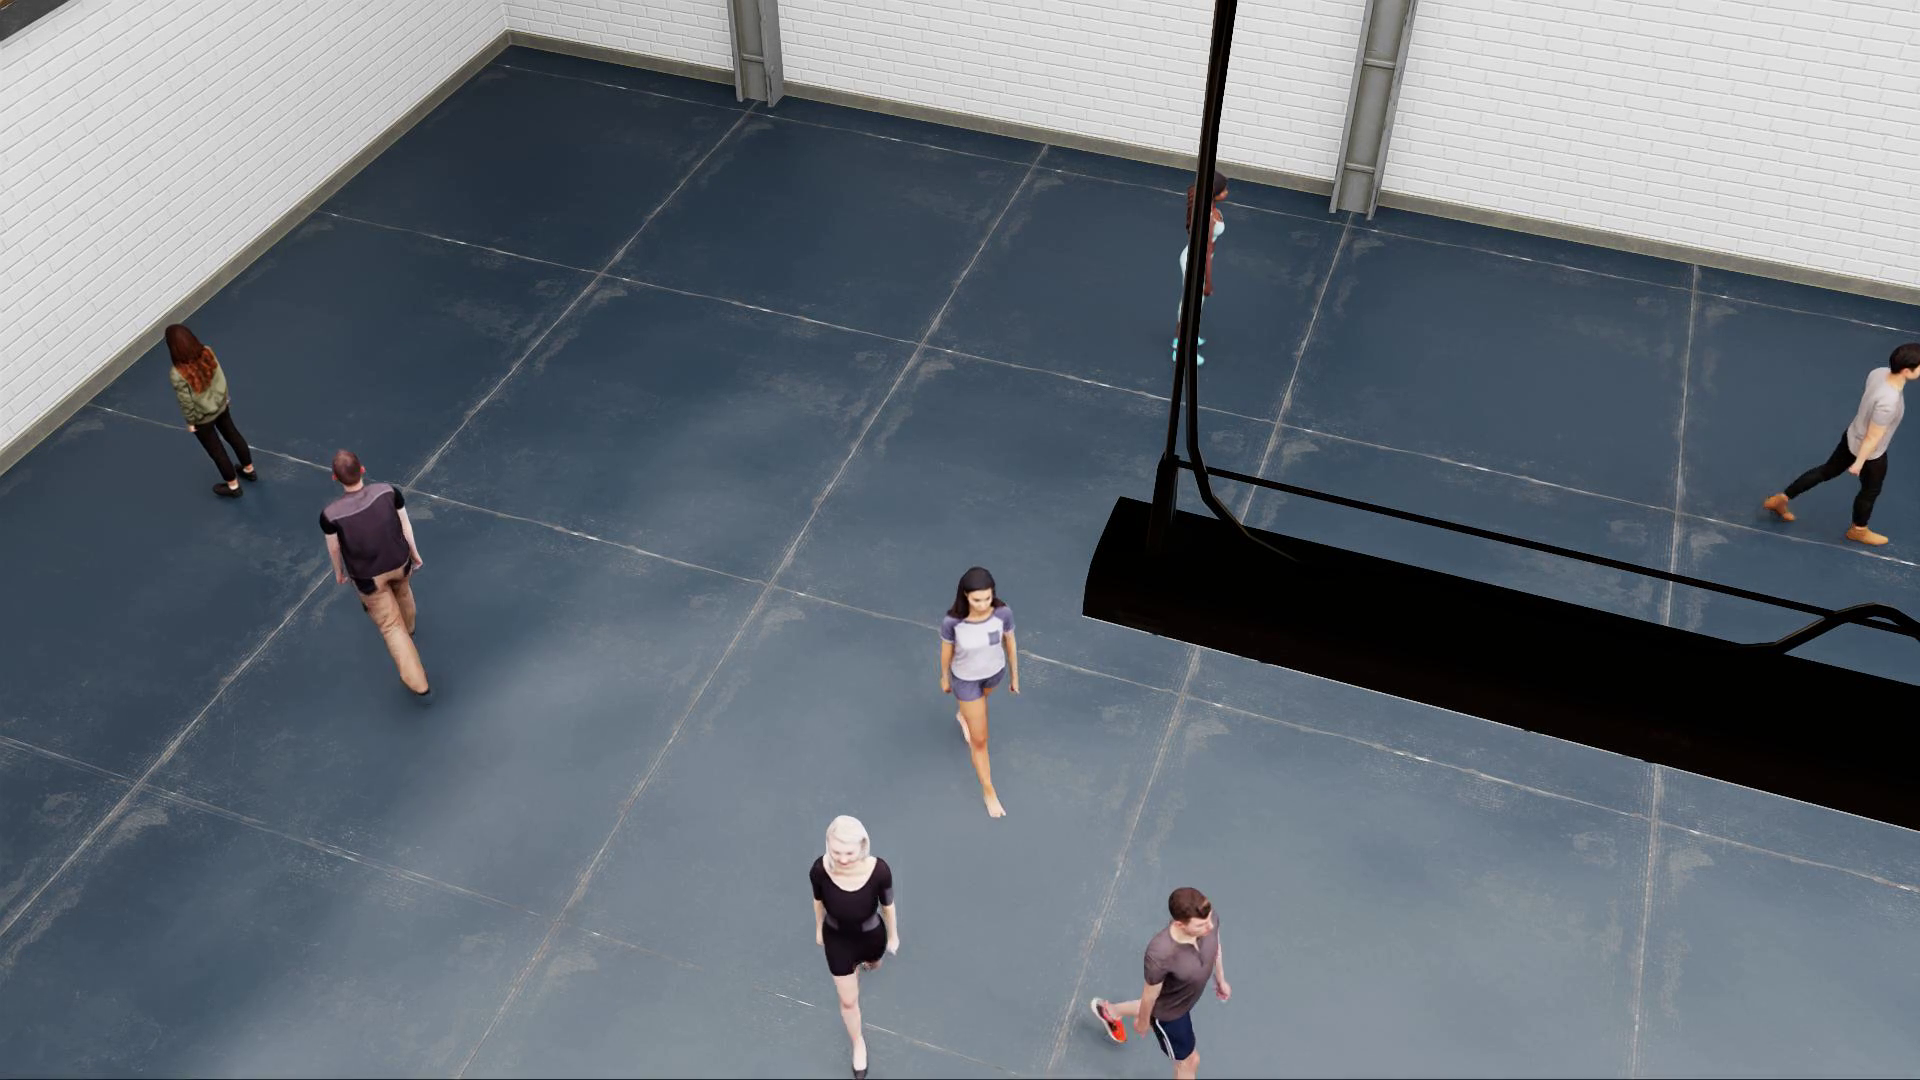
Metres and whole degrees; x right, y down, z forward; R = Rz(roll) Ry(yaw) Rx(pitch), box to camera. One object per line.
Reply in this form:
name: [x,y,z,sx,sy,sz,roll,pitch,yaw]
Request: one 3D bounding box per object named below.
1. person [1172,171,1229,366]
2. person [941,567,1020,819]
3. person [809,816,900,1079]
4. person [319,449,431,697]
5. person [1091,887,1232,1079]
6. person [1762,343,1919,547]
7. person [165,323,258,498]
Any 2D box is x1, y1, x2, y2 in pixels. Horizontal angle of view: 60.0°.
person: [1.868,-2.154,13.114,0.650,1.723,0.644,-2,44,-2]
person: [0.091,0.767,10.081,1.125,1.678,1.118,-13,45,-14]
person: [-0.534,1.996,8.703,1.132,1.798,0.948,-2,44,-2]
person: [-3.661,0.222,10.564,1.112,1.802,1.284,-26,49,-25]
person: [1.027,2.251,8.419,1.243,1.821,0.936,29,51,27]
person: [6.222,-0.696,11.606,1.138,1.692,0.720,8,44,9]
person: [-5.438,-0.948,12.028,0.493,1.475,0.580,15,46,15]
